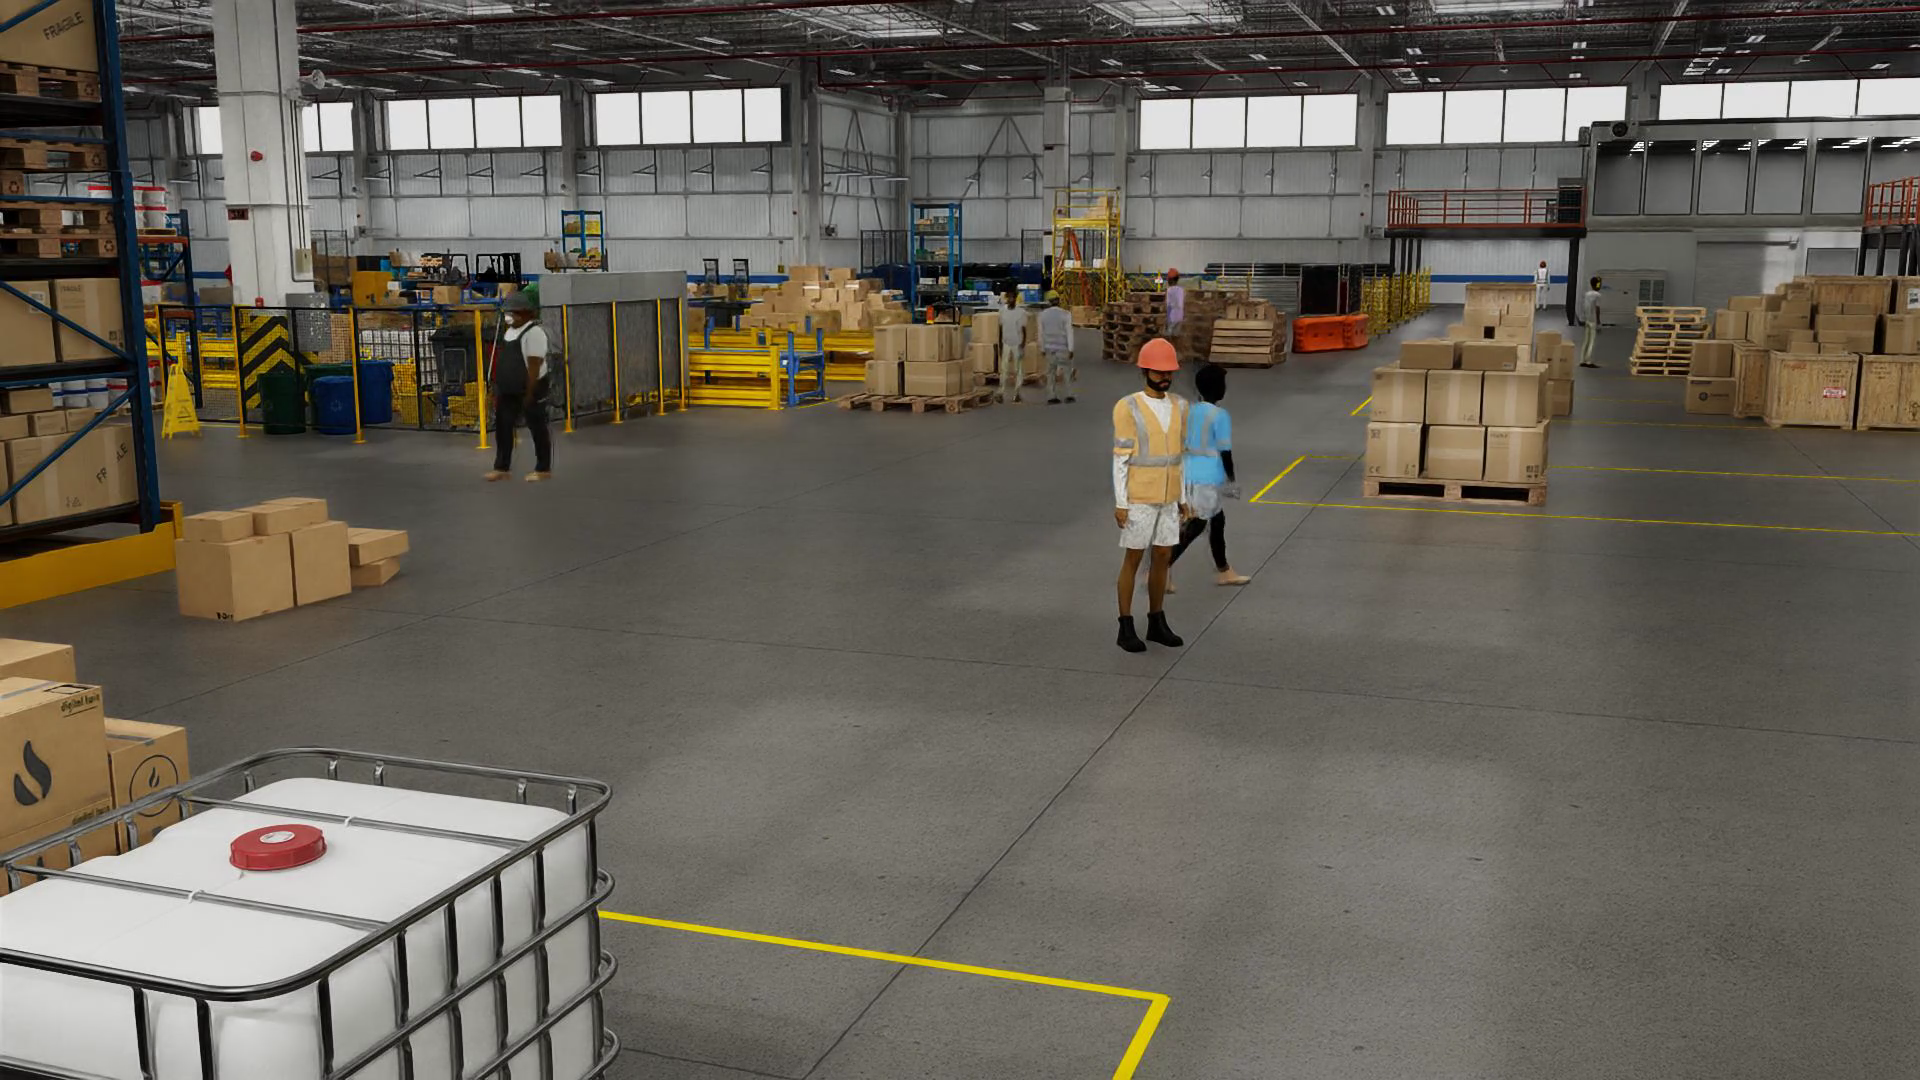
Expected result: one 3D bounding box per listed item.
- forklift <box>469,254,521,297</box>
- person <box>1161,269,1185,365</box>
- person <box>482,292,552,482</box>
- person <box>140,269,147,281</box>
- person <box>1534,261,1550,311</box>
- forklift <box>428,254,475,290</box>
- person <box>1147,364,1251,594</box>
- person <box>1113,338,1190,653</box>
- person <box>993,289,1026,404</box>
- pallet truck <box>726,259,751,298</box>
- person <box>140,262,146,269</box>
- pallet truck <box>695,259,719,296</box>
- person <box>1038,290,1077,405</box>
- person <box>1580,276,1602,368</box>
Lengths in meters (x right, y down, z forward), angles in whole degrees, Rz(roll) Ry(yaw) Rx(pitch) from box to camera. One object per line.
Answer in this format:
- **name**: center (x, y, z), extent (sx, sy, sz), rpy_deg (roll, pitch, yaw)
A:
- **forklift**: center (-17.990, -10.121, 64.684), extent (1.157, 1.987, 2.680), rpy_deg (3, 11, 17)
- **person**: center (4.321, -4.478, 33.701), extent (0.451, 2.022, 0.634), rpy_deg (7, 12, 35)
- **person**: center (-4.687, -1.602, 17.460), extent (0.687, 2.000, 0.811), rpy_deg (9, 13, 40)
- **person**: center (-27.375, -8.216, 55.345), extent (0.633, 1.808, 0.636), rpy_deg (2, 10, 11)
- **person**: center (22.058, -9.616, 63.038), extent (0.573, 1.883, 0.355), rpy_deg (3, 11, 19)
- **forklift**: center (-20.133, -10.254, 65.465), extent (1.157, 1.987, 2.680), rpy_deg (3, 11, 19)
- **person**: center (1.725, -0.440, 11.988), extent (0.853, 1.662, 0.530), rpy_deg (-3, 11, -17)
- **person**: center (1.202, -0.274, 10.269), extent (0.551, 1.935, 0.372), rpy_deg (-6, 12, -30)
- **person**: center (0.784, -3.040, 26.217), extent (0.514, 1.810, 0.990), rpy_deg (4, 11, 20)
- **pallet truck**: center (-7.986, -9.493, 62.019), extent (0.823, 1.965, 1.885), rpy_deg (3, 11, 17)
- **person**: center (-34.029, -10.689, 69.310), extent (0.589, 1.808, 0.934), rpy_deg (2, 10, 14)
- **pallet truck**: center (-9.165, -9.627, 62.776), extent (0.823, 1.965, 1.885), rpy_deg (4, 11, 23)
- **person**: center (1.572, -3.025, 26.164), extent (0.621, 1.793, 0.623), rpy_deg (6, 12, 30)
- **person**: center (12.887, -4.429, 33.869), extent (0.324, 1.869, 0.516), rpy_deg (-2, 10, -12)
